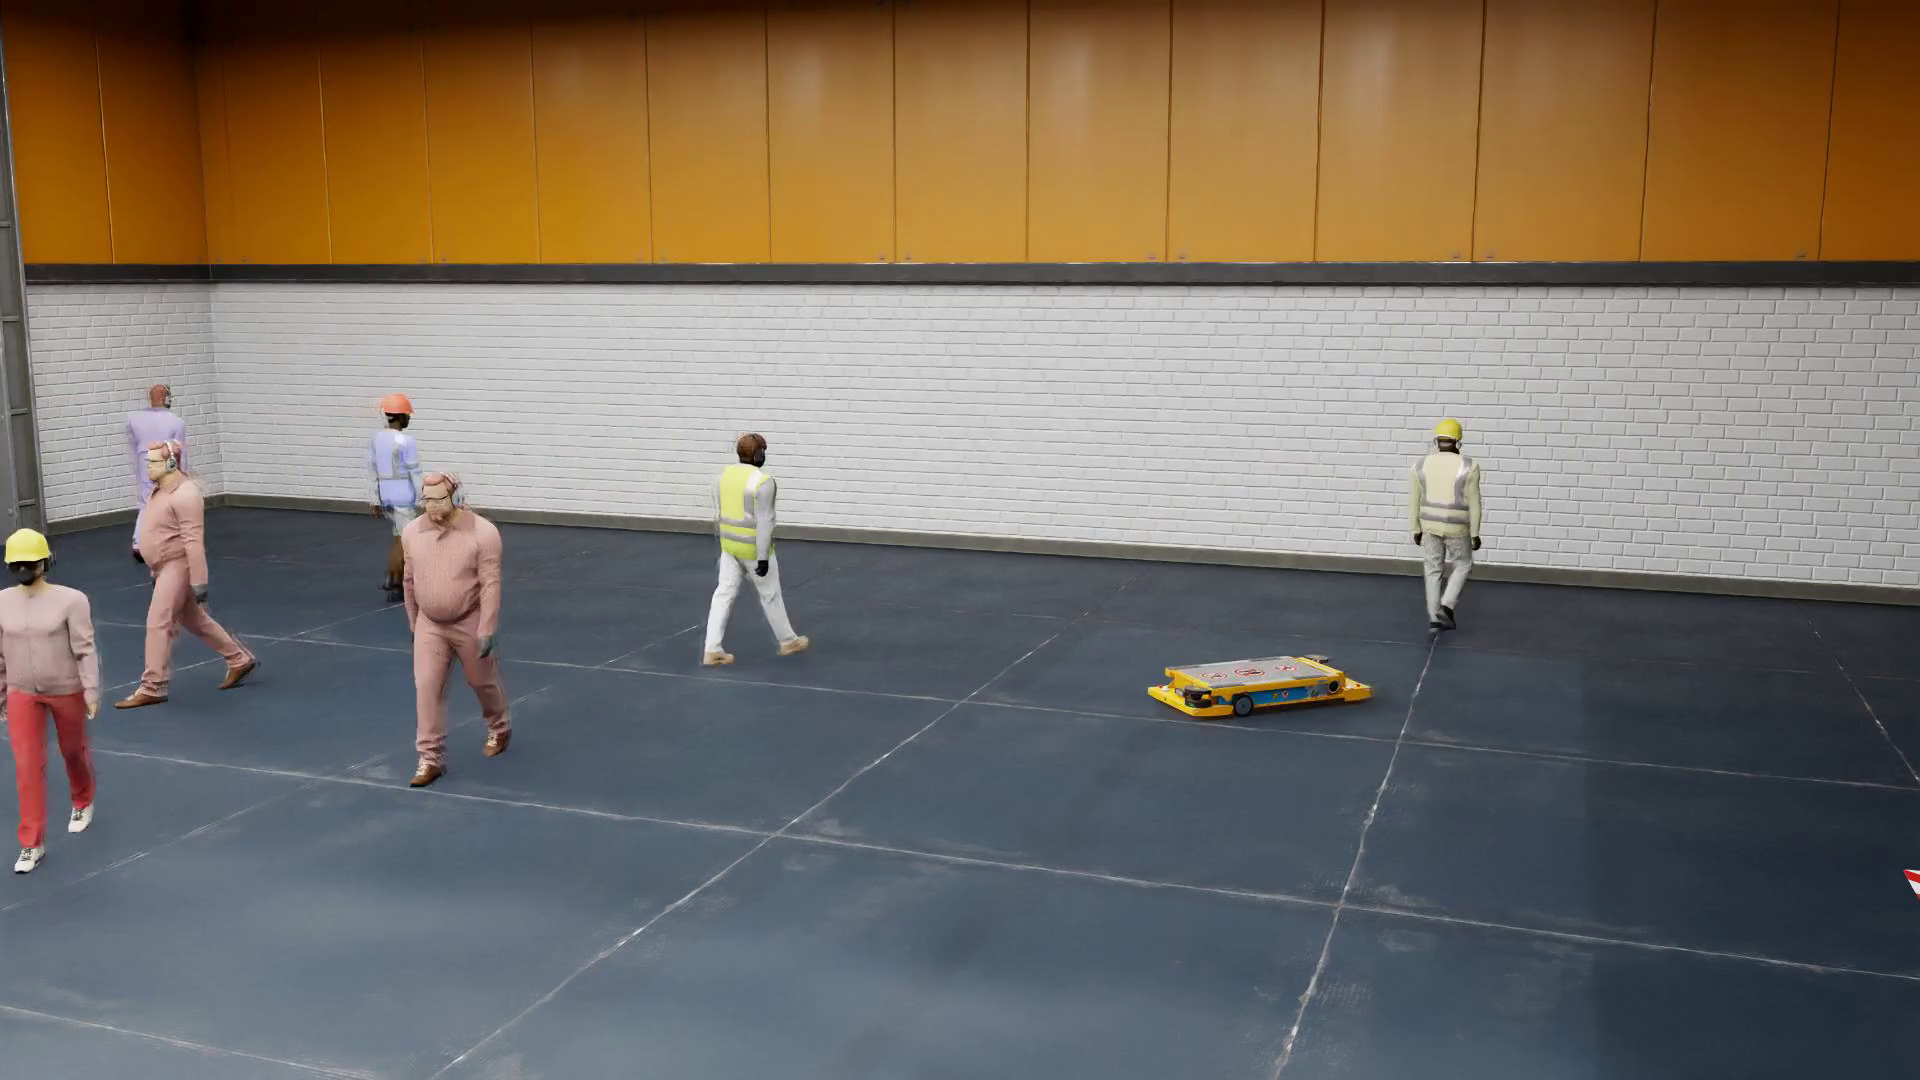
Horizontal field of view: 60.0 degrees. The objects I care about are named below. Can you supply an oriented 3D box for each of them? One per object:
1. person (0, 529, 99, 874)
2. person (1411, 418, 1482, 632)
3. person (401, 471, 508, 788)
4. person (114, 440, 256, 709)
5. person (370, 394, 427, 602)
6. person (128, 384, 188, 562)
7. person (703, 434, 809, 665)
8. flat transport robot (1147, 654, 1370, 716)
[{"bbox_3d":[-4.789,0.784,8.720,0.540,1.724,0.896,-2,9,-14],"label":"person"},{"bbox_3d":[4.077,-0.113,13.947,0.619,1.818,0.421,7,11,36],"label":"person"},{"bbox_3d":[-3.068,0.486,10.124,0.641,1.863,0.937,1,9,4],"label":"person"},{"bbox_3d":[-5.527,0.208,11.801,0.965,1.869,0.647,-7,12,-38],"label":"person"},{"bbox_3d":[-5.136,-0.385,15.322,0.556,1.918,0.429,7,12,38],"label":"person"},{"bbox_3d":[-8.433,-0.710,17.529,0.649,1.869,0.957,1,9,5],"label":"person"},{"bbox_3d":[-1.645,0.065,12.965,0.647,1.788,0.975,7,12,39],"label":"person"},{"bbox_3d":[2.109,1.016,11.738,1.431,0.197,0.652,-4,10,-22],"label":"flat transport robot"}]
